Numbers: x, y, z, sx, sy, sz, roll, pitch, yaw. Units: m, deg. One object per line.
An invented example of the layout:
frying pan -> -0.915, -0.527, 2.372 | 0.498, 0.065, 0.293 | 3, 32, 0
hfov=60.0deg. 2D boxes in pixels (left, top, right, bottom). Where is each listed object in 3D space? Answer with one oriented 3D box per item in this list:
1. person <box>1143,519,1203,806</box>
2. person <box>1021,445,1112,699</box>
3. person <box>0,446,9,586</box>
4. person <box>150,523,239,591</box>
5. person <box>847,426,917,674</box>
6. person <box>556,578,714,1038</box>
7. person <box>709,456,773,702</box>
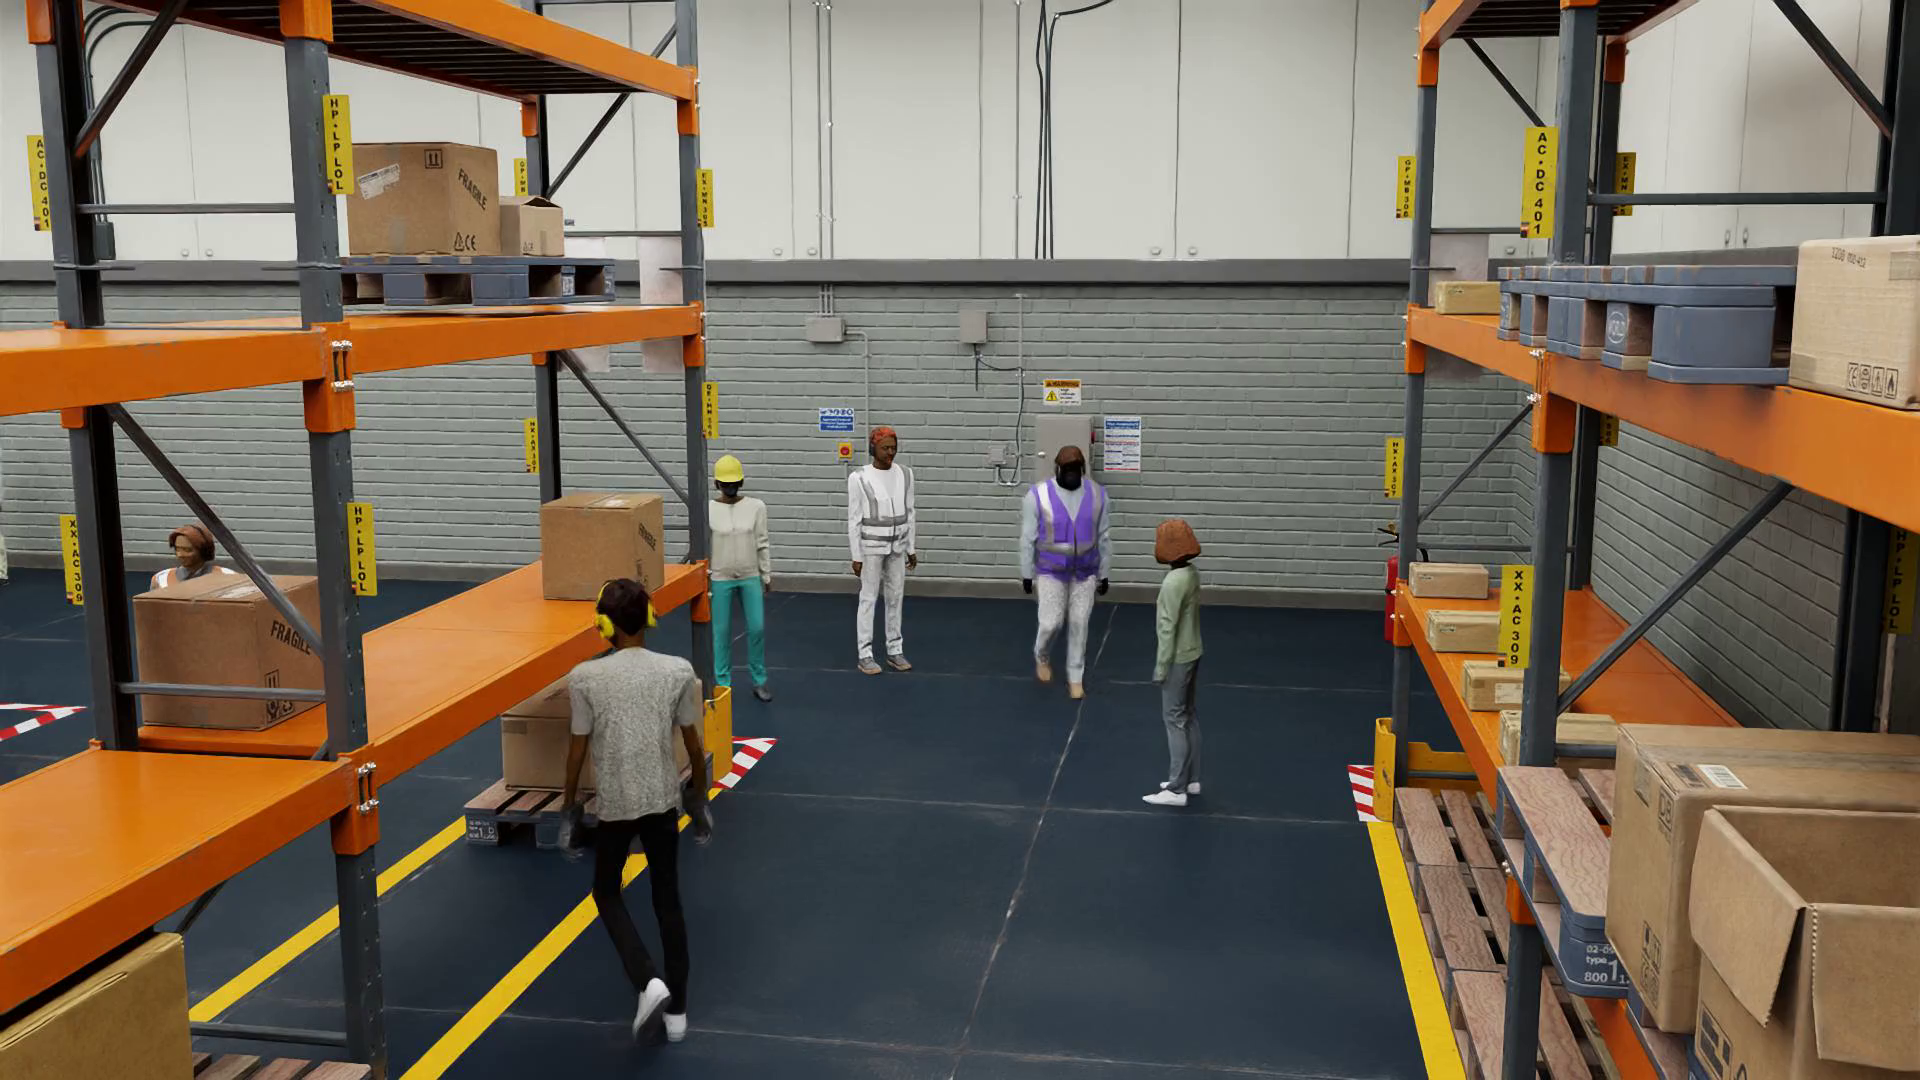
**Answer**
person -> 1.238, 0.692, 9.498 | 0.281, 1.629, 0.503 | 4, 10, 23
person -> 0.748, 0.220, 11.819 | 0.642, 1.826, 0.498 | -2, 9, -12
person -> -9.425, -0.407, 15.935 | 0.574, 1.739, 0.350 | 3, 10, 17
person -> -4.249, 0.715, 9.327 | 0.518, 1.636, 0.312 | -2, 9, -10
person -> -0.584, 0.074, 12.560 | 0.568, 1.878, 0.351 | -7, 11, -36
person -> -1.266, 1.067, 6.520 | 0.649, 1.845, 0.467 | -4, 10, -25
person -> -1.583, 0.282, 11.629 | 0.540, 1.759, 0.341 | -4, 10, -21
